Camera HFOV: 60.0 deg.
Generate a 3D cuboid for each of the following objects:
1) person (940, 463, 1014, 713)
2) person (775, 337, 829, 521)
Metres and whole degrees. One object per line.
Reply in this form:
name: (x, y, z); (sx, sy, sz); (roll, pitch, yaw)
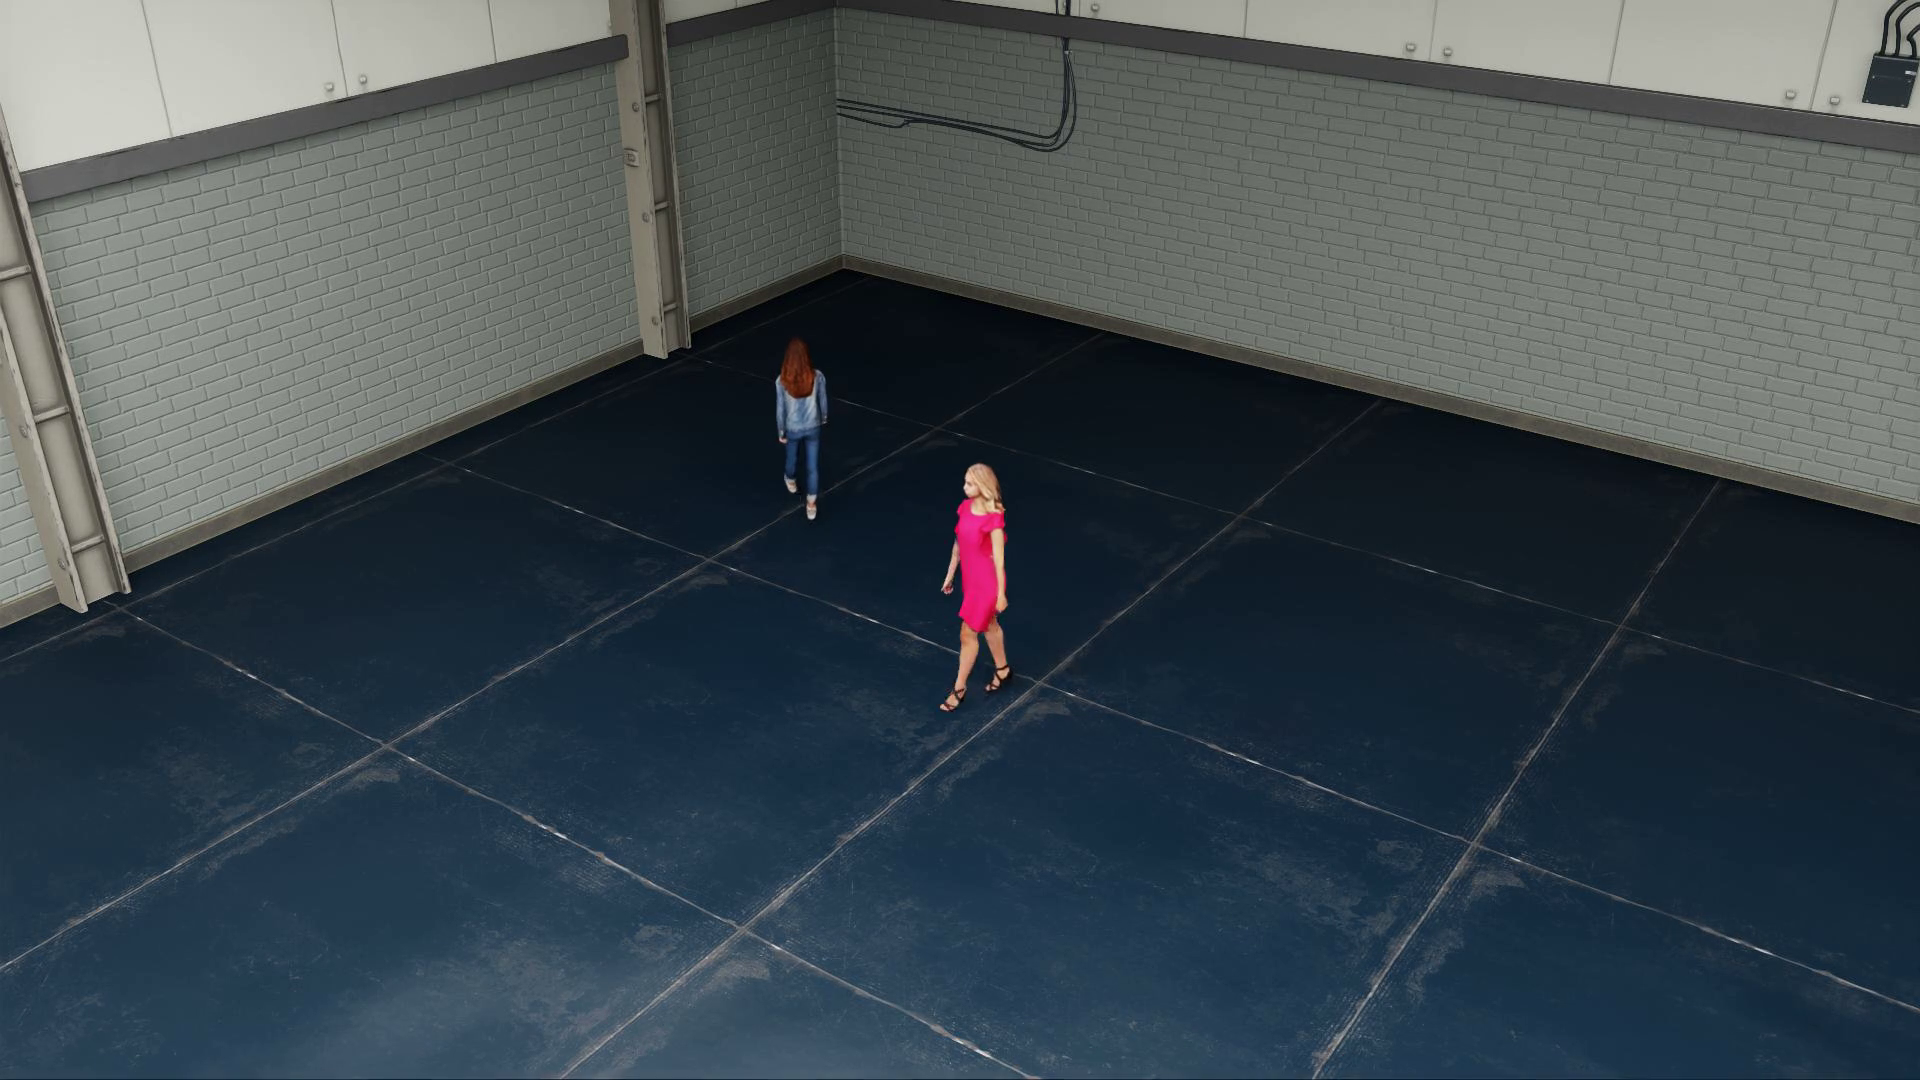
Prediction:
person: (0.221, 0.262, 10.694); (0.926, 1.707, 0.786); (-14, 31, -25)
person: (-1.223, -0.853, 13.057); (0.926, 1.453, 0.982); (-5, 29, -10)
